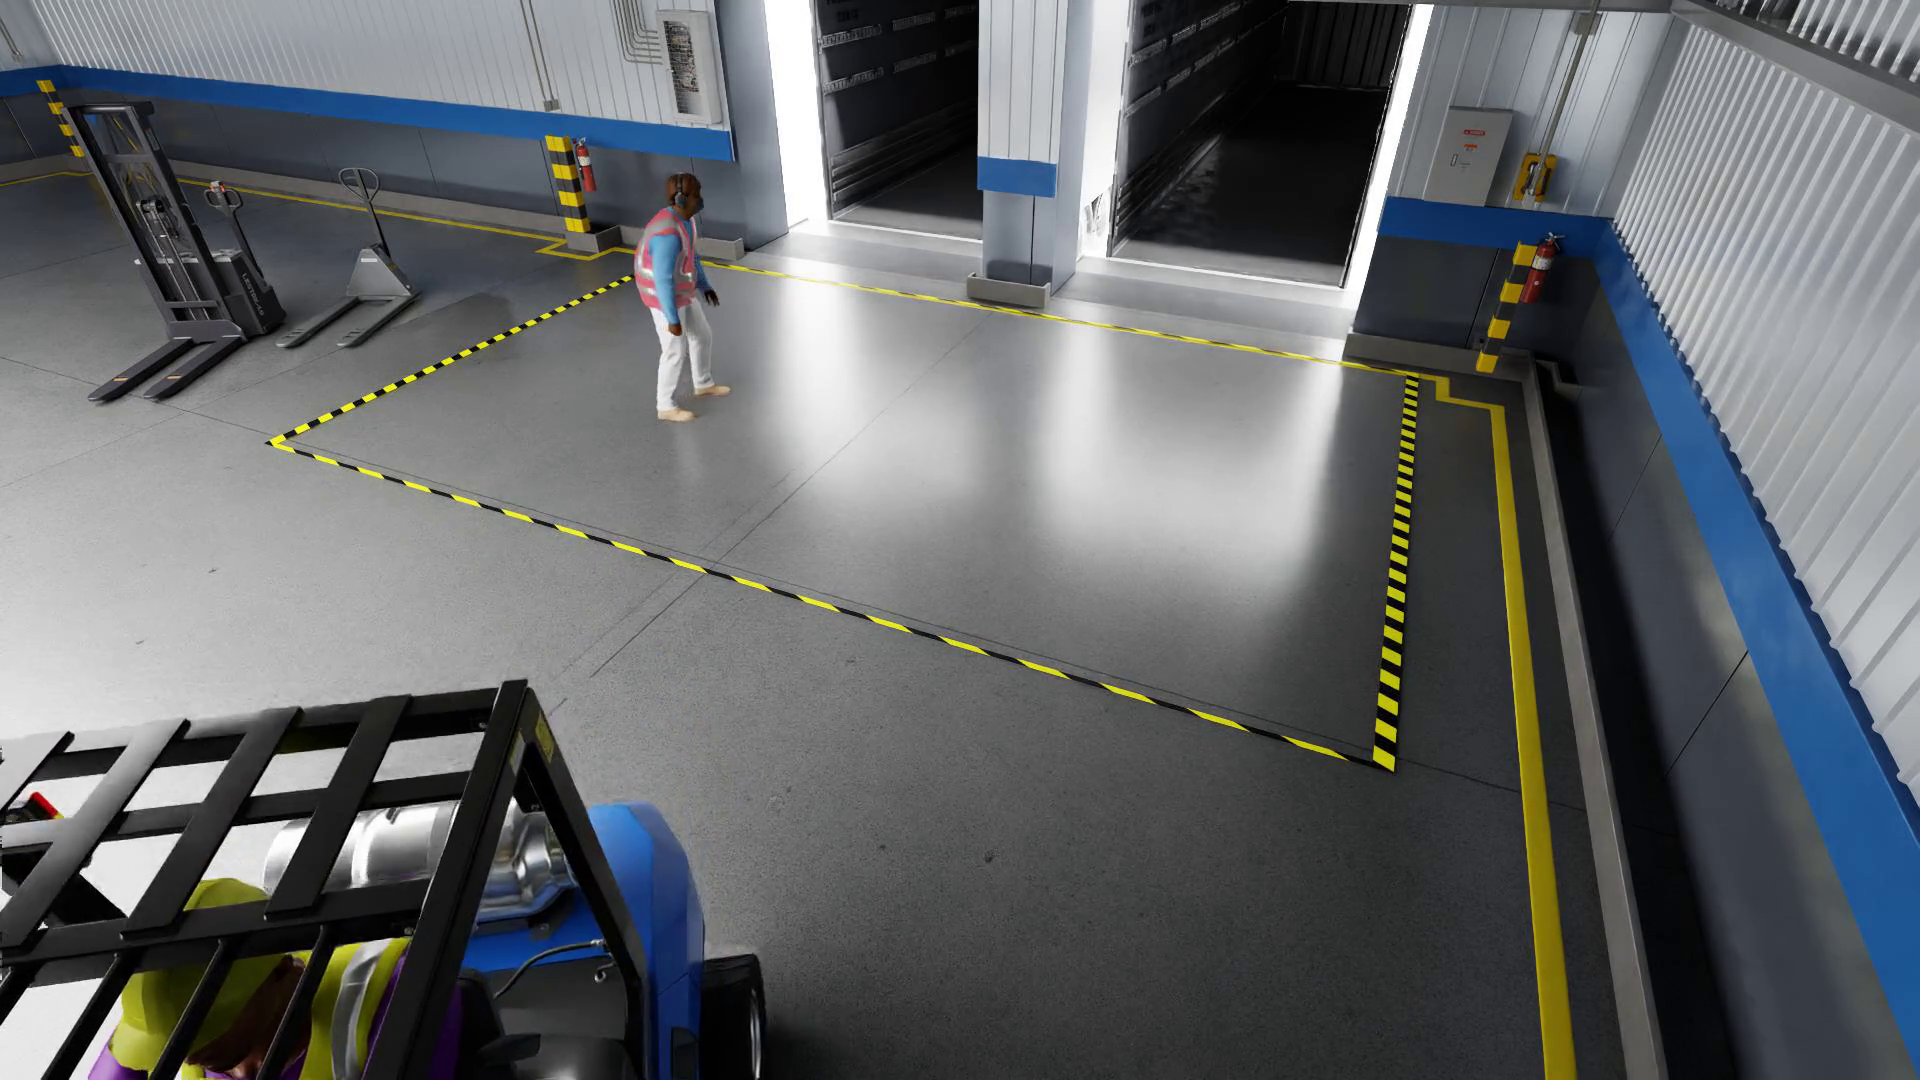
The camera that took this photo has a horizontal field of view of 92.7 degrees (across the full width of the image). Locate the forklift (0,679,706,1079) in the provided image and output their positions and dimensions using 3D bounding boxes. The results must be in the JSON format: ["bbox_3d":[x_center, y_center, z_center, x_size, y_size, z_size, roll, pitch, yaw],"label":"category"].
[{"bbox_3d":[-1.184,1.425,1.671,1.157,2.036,2.680,-5,35,-7],"label":"forklift"}]

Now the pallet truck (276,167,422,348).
[{"bbox_3d":[-5.732,-2.611,8.414,0.680,1.201,1.601,-1,35,-1],"label":"pallet truck"}]

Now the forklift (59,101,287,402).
[{"bbox_3d":[-6.686,-2.387,7.434,0.823,1.965,1.885,-3,35,-5],"label":"forklift"}]

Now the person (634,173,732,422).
[{"bbox_3d":[-2.083,-1.790,6.813,0.544,1.763,0.790,0,35,-1],"label":"person"}]

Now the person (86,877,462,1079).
[{"bbox_3d":[-1.182,1.306,1.515,0.635,1.294,1.004,-5,35,-7],"label":"person"}]
